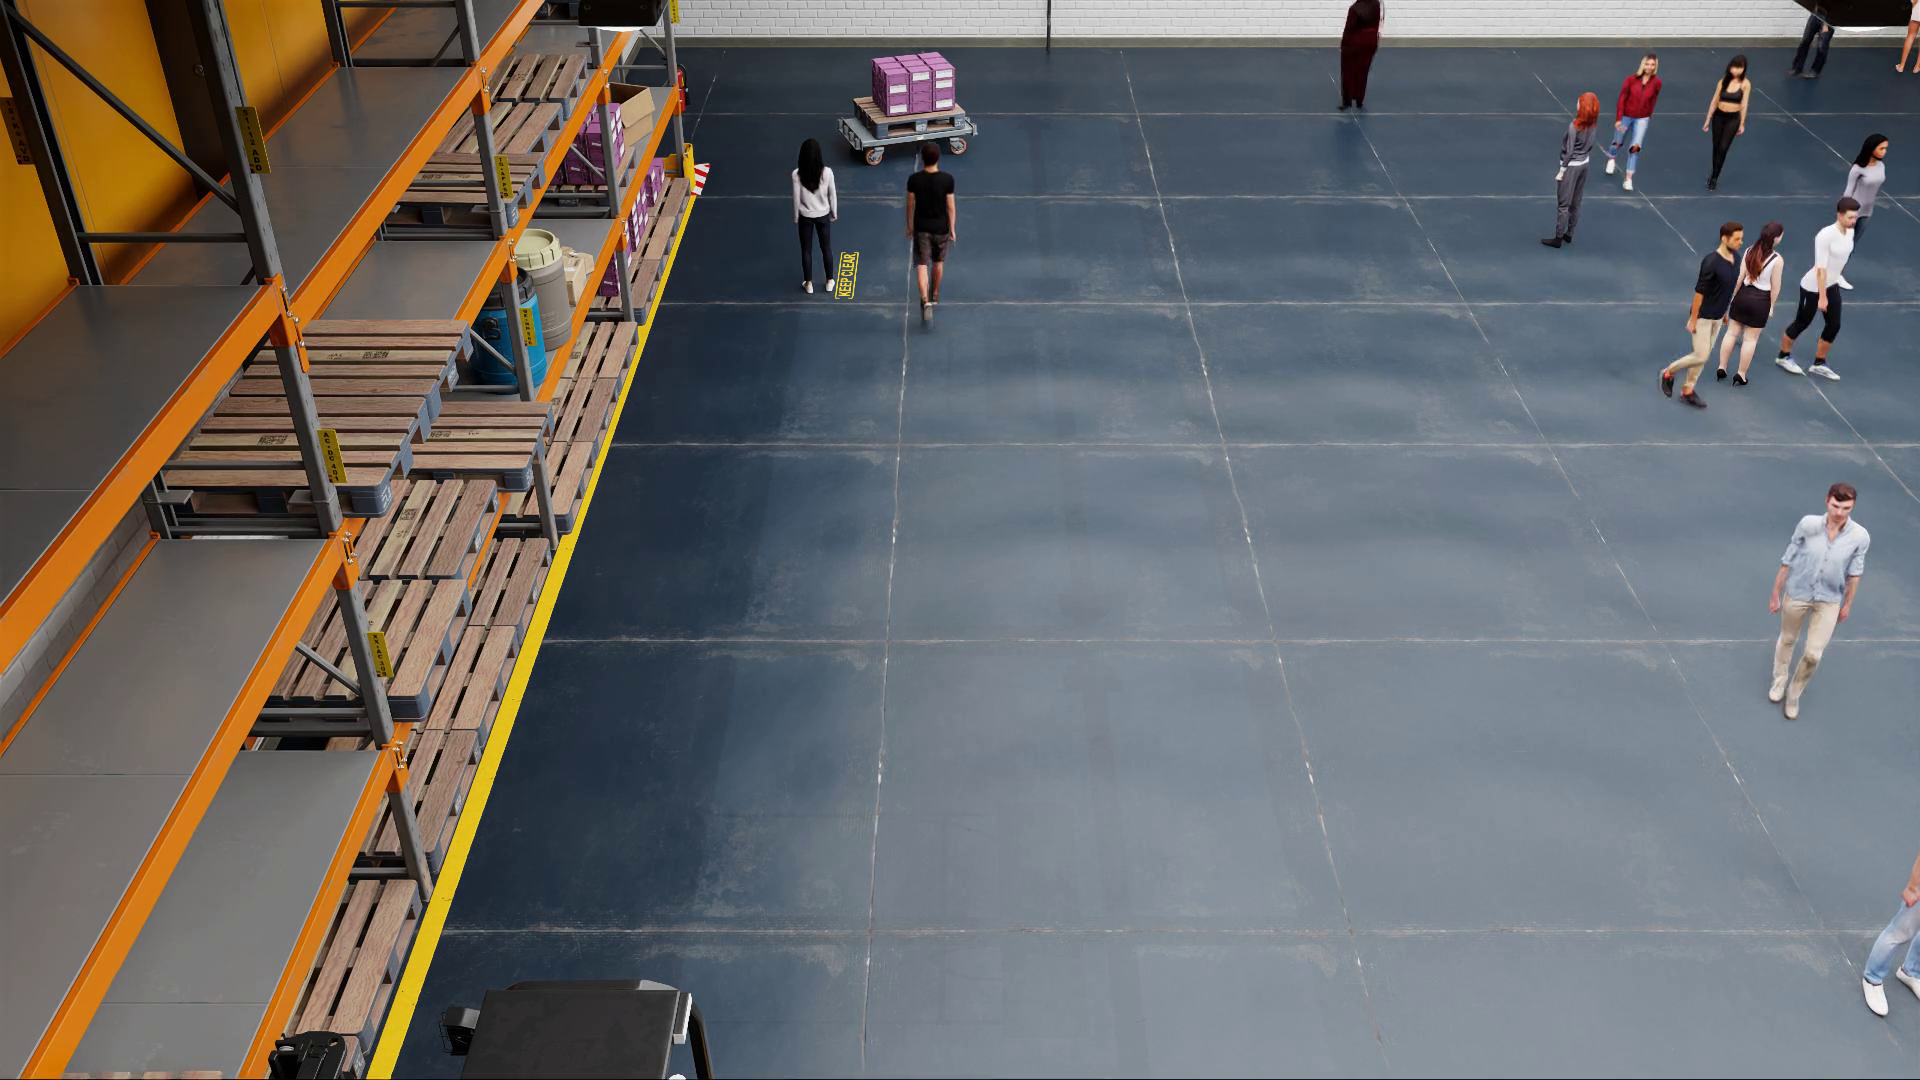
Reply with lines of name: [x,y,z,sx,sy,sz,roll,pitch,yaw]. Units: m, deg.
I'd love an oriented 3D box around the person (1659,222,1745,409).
person: [6.933,-2.133,15.580,0.828,1.852,0.886,-19,38,-26]

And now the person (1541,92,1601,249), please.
person: [6.900,-4.162,18.697,0.661,1.779,0.679,-21,39,-28]

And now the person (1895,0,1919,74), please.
person: [13.900,-7.597,23.941,0.657,1.696,0.679,15,36,21]

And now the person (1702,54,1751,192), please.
person: [9.368,-5.124,20.282,0.814,1.627,0.891,24,40,31]

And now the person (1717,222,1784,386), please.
person: [7.598,-2.270,15.969,0.695,1.650,0.632,-28,43,-35]

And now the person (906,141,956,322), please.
person: [-0.308,-3.176,17.159,0.684,1.840,1.110,-1,34,-2]

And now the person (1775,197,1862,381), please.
person: [8.260,-2.482,16.124,0.867,1.830,0.987,-16,37,-23]

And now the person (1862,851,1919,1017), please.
person: [5.619,1.938,9.455,0.667,1.852,0.575,-4,34,-6]

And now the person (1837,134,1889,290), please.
person: [9.519,-3.484,17.720,0.669,1.733,0.646,-12,36,-18]

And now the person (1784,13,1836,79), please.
person: [12.297,-7.433,23.621,0.916,1.776,0.885,-7,34,-10]

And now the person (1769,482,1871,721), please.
person: [6.088,0.361,11.843,0.826,1.835,0.868,19,38,27]

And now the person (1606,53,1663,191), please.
person: [8.222,-5.166,20.374,0.773,1.595,1.156,6,34,9]

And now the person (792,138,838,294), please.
person: [-1.555,-3.454,17.704,0.664,1.701,0.618,-6,34,-10]

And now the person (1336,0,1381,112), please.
person: [5.453,-6.716,22.582,0.784,1.733,0.759,-5,34,-8]
